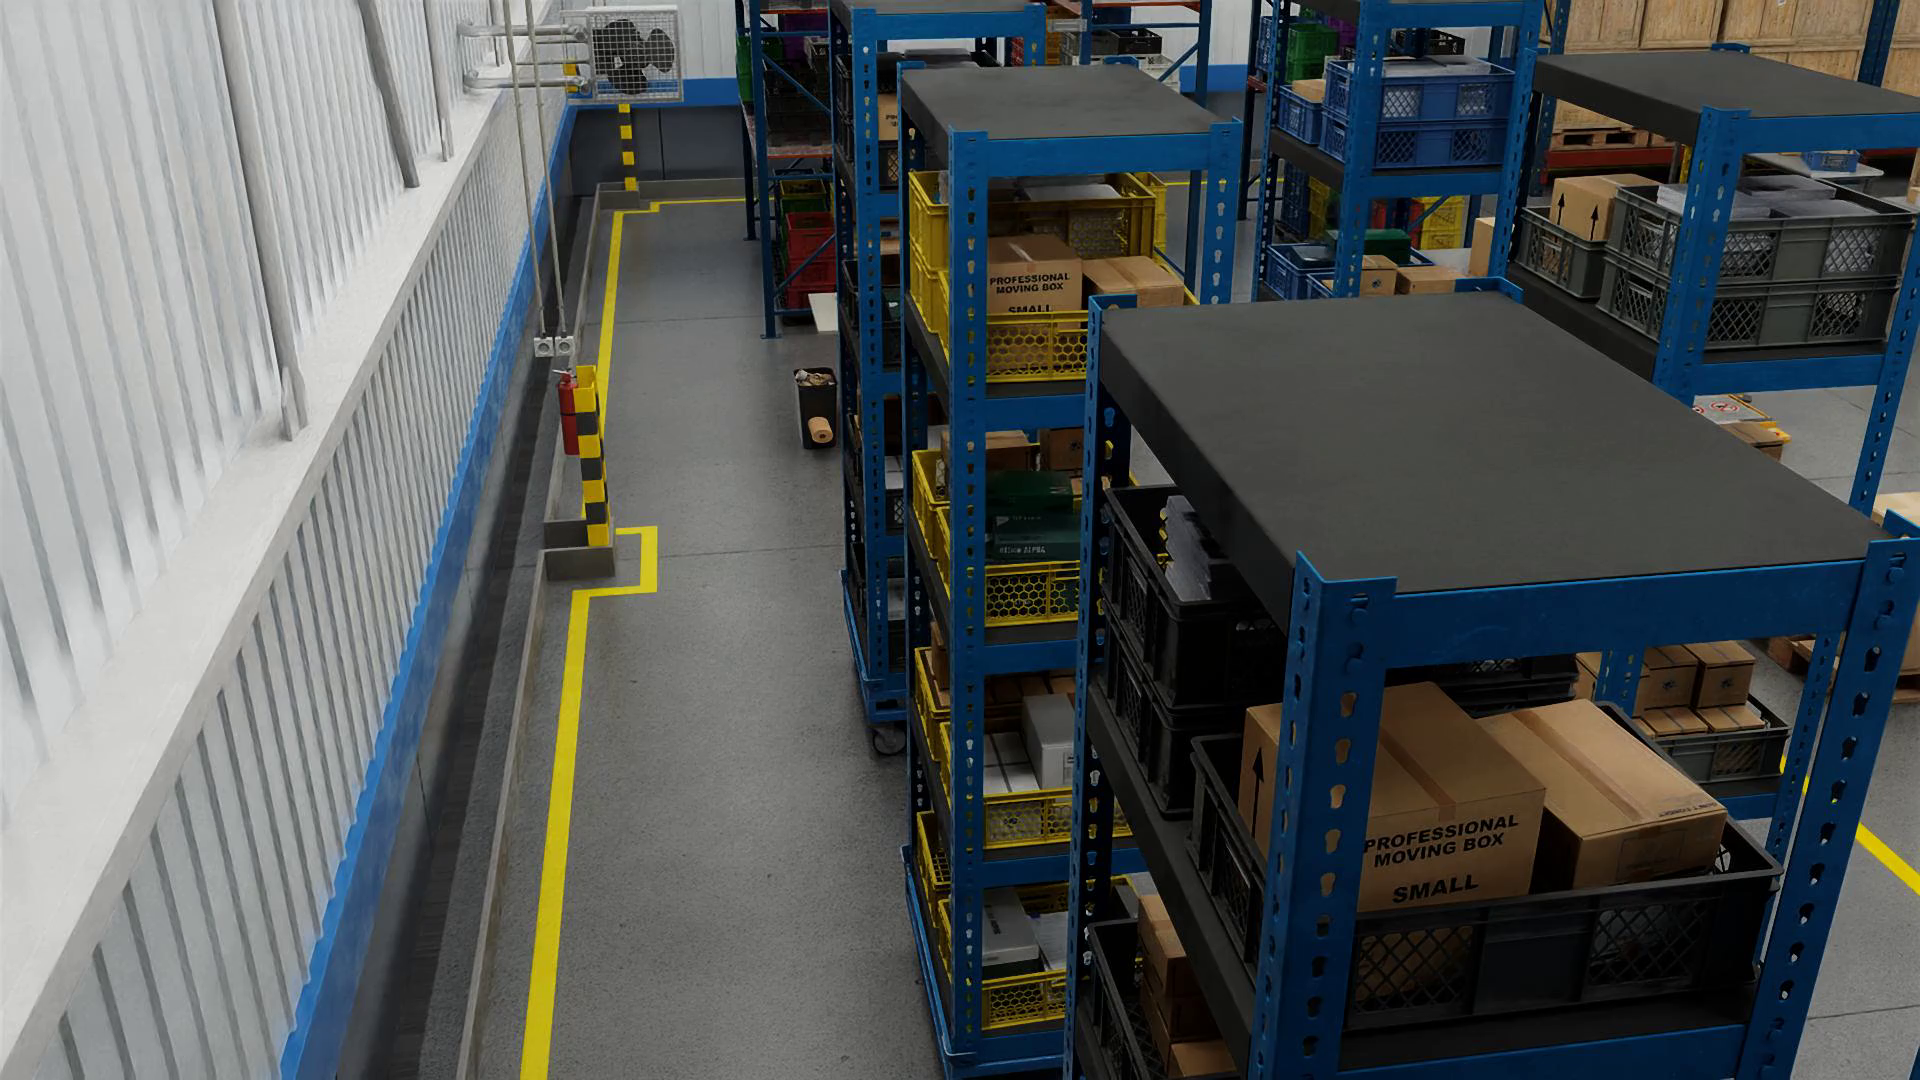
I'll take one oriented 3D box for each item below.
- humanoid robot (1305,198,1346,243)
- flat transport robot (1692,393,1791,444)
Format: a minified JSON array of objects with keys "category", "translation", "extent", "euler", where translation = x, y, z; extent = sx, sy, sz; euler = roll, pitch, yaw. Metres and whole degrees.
[{"category":"humanoid robot","translation":[2.796,-1.724,12.420],"extent":[0.607,1.637,0.752],"euler":[-4,25,-9]},{"category":"flat transport robot","translation":[5.224,-0.859,12.132],"extent":[1.431,0.197,0.652],"euler":[-4,25,-8]}]
